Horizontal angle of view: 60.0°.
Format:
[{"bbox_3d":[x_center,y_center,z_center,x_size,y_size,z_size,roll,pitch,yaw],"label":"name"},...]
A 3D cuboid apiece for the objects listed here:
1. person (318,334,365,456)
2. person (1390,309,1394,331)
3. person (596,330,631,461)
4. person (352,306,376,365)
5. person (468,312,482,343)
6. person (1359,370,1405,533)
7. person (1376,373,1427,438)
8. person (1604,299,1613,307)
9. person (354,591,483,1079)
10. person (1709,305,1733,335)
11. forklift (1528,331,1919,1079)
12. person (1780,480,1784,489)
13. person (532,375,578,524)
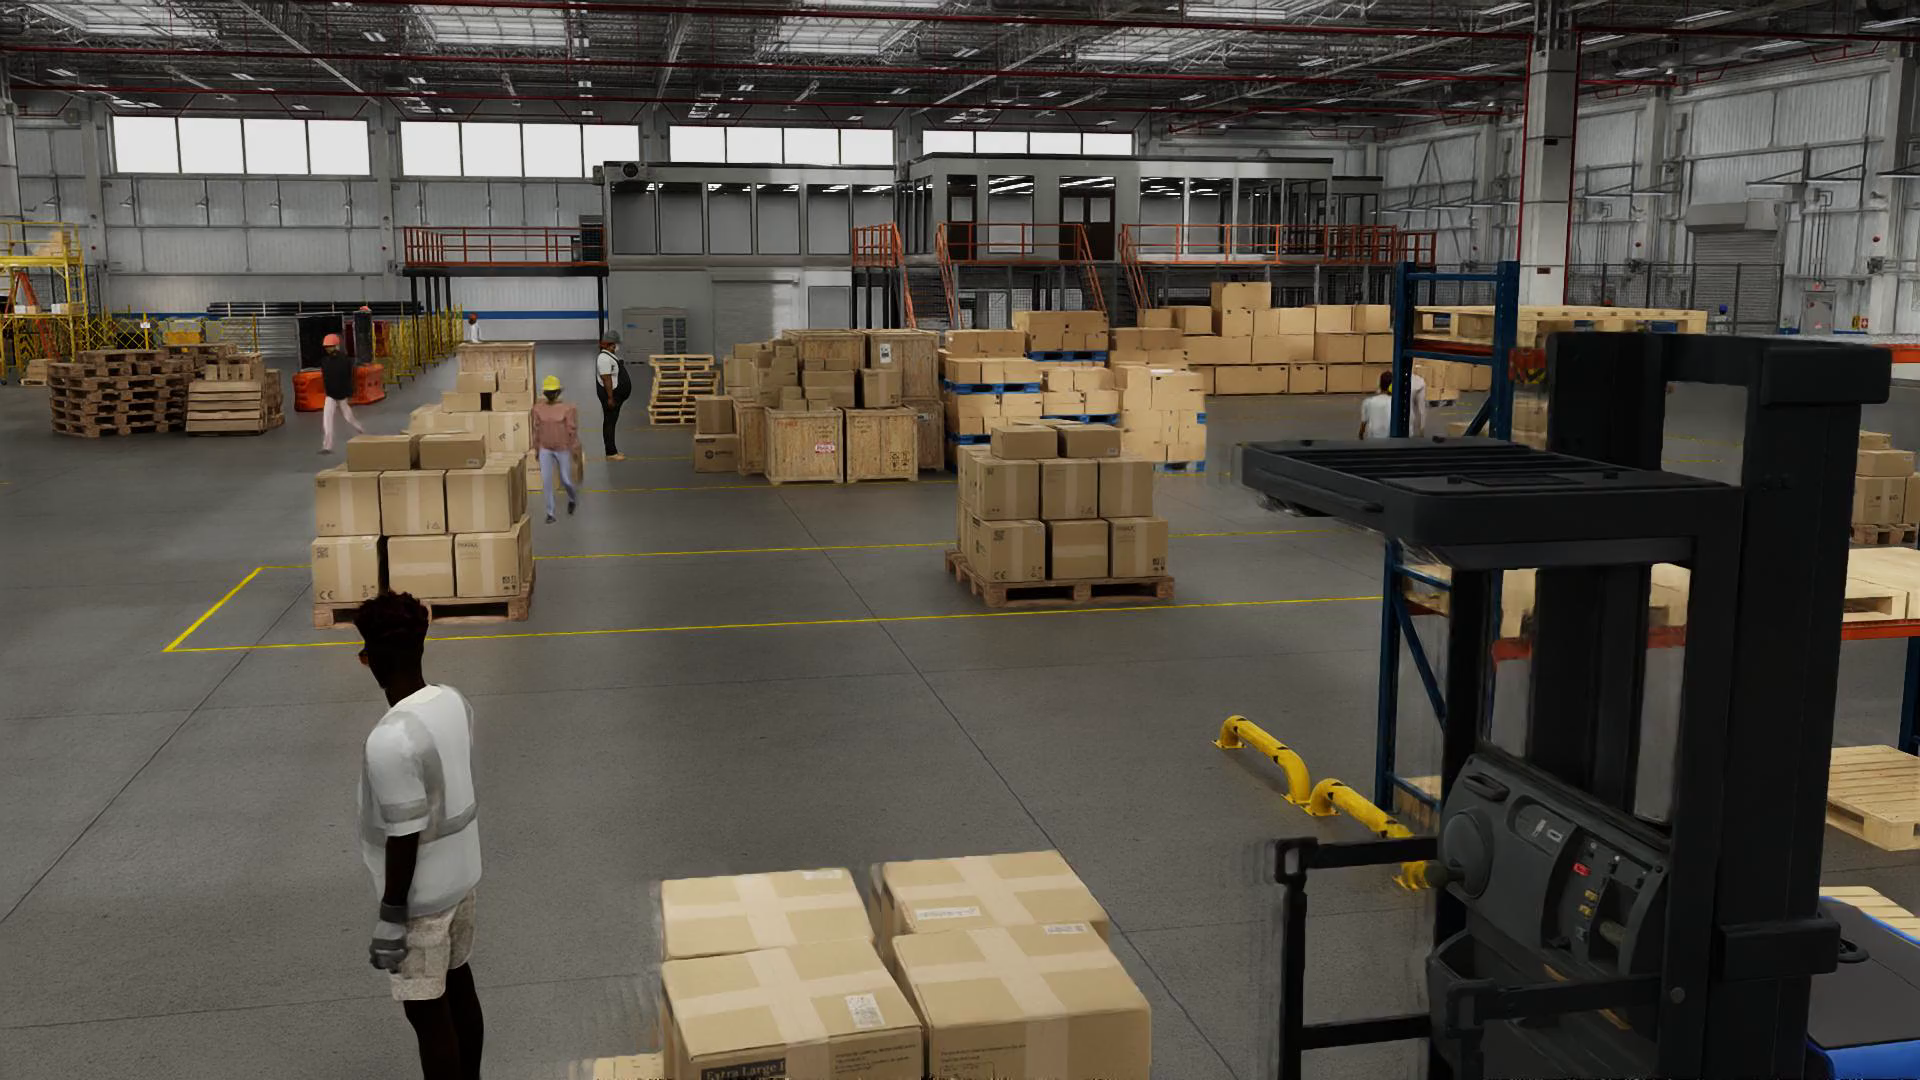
[{"bbox_3d":[-9.983,-2.361,26.862,0.628,1.957,0.989,4,10,21],"label":"person"},{"bbox_3d":[11.820,-5.360,45.335,1.012,1.881,0.570,-3,10,-18],"label":"person"},{"bbox_3d":[-5.399,-2.261,25.959,0.538,2.000,0.684,-2,9,-10],"label":"person"},{"bbox_3d":[-14.959,-4.860,41.839,0.607,2.038,0.395,2,10,12],"label":"person"},{"bbox_3d":[-12.201,-4.777,41.810,0.373,1.884,0.583,-2,9,-10],"label":"person"},{"bbox_3d":[4.739,-0.996,18.829,0.563,1.846,0.404,4,10,24],"label":"person"},{"bbox_3d":[5.754,-1.510,21.742,0.665,1.914,0.723,2,10,15],"label":"person"},{"bbox_3d":[20.402,-6.605,52.571,0.608,1.996,0.381,-7,12,-37],"label":"person"},{"bbox_3d":[-1.782,1.134,5.497,0.371,1.963,0.608,0,9,3],"label":"person"},{"bbox_3d":[21.596,-5.700,47.198,0.615,1.947,0.388,8,12,39],"label":"person"},{"bbox_3d":[1.892,0.851,4.439,1.873,2.768,1.129,-2,10,-12],"label":"forklift"},{"bbox_3d":[7.205,-0.215,14.387,0.483,1.745,0.299,-1,9,-7],"label":"person"},{"bbox_3d":[-4.785,-1.091,19.737,0.528,1.746,0.713,0,9,2],"label":"person"}]
